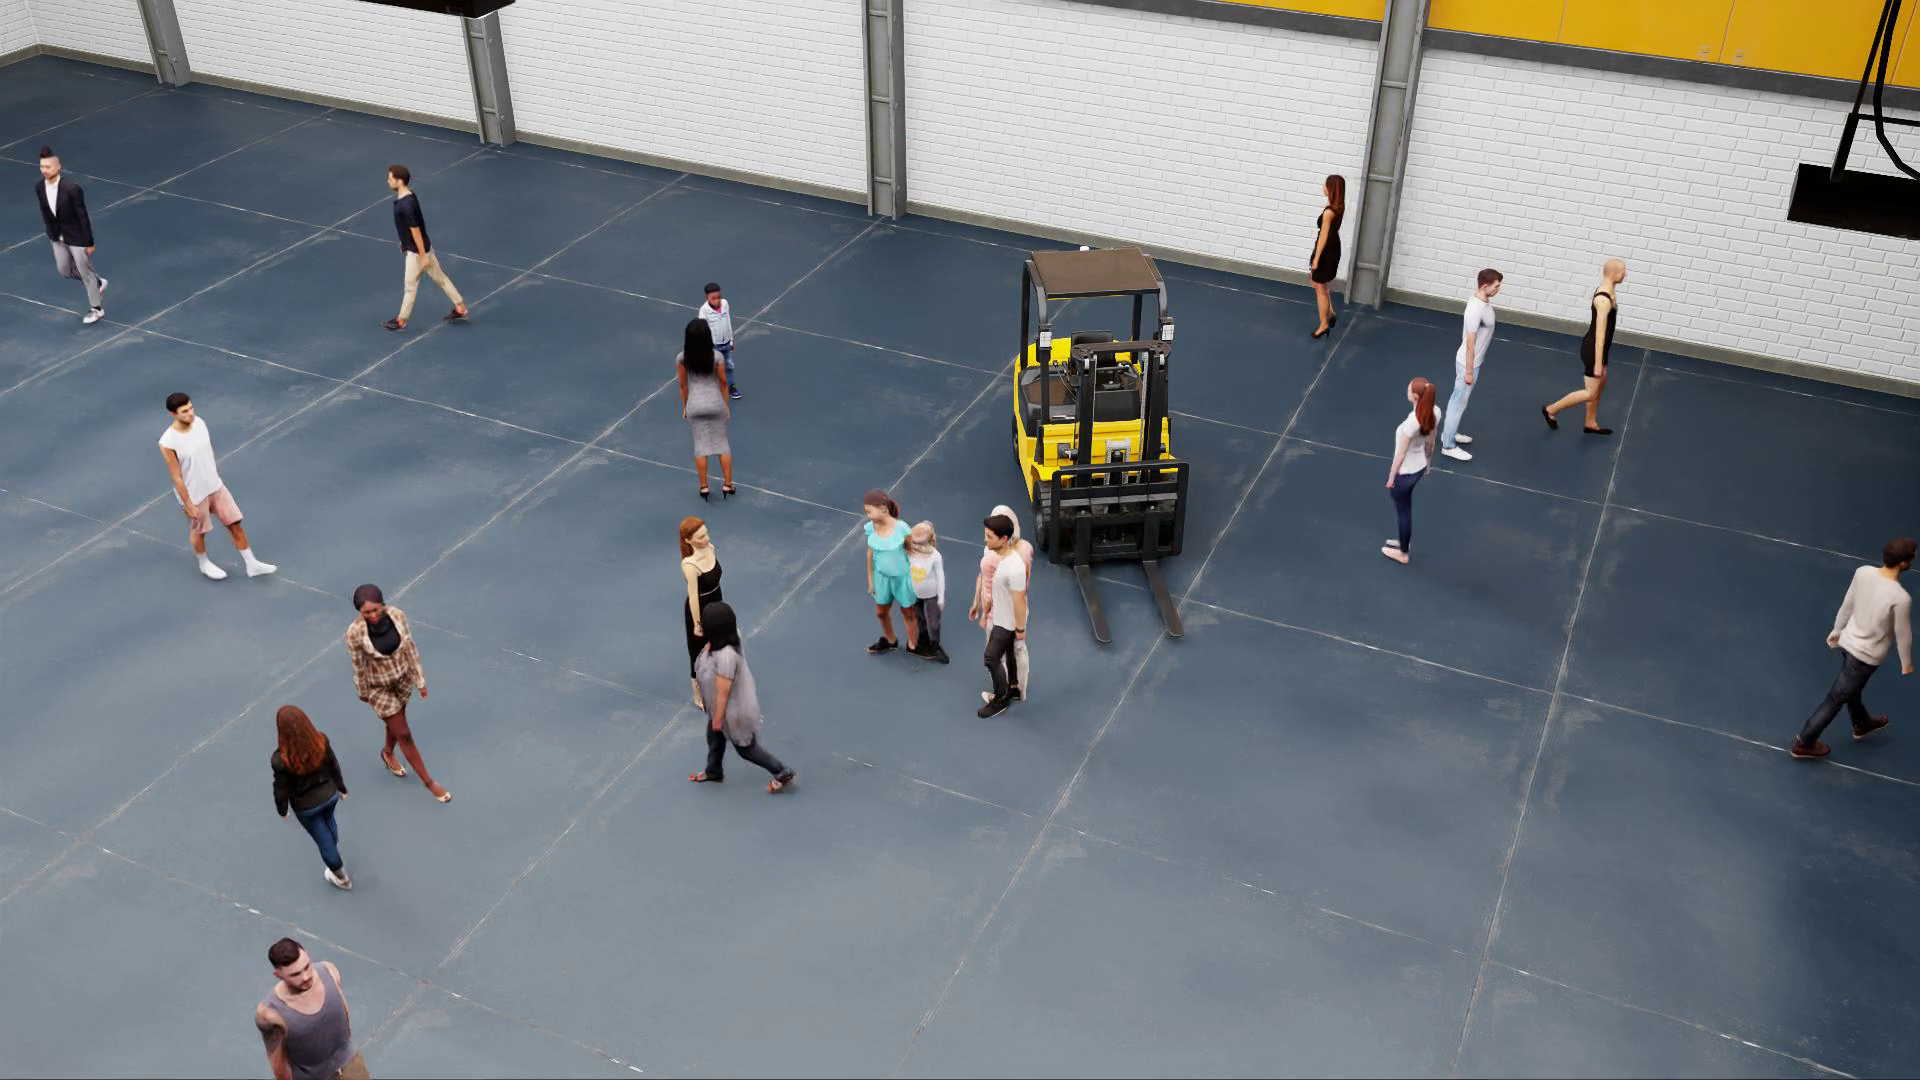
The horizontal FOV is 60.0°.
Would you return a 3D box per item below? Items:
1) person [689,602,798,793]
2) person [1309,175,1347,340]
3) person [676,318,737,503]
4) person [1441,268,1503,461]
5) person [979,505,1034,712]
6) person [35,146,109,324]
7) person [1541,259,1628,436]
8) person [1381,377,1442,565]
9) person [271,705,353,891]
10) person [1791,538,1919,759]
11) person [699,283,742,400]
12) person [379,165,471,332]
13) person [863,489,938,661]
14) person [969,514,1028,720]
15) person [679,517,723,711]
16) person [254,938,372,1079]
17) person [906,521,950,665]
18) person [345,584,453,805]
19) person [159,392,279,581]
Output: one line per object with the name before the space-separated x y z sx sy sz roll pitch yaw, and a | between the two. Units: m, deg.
person | -1.503 1.119 11.500 1.102 1.588 0.952 -5 34 -7
person | 3.910 -2.909 17.348 0.648 1.824 0.605 17 37 23
person | -2.245 -1.148 14.737 0.610 1.781 0.720 -2 34 -2
person | 4.728 -1.666 15.448 0.566 1.857 0.664 11 35 16
person | 0.338 0.501 12.308 0.680 1.724 0.676 -23 40 -30
person | -9.484 -3.318 17.853 0.808 1.945 0.870 8 34 12
person | 5.932 -1.786 15.679 0.890 1.801 0.684 13 36 19
person | 3.826 -0.534 13.858 0.669 1.731 0.685 -28 42 -35
person | -4.132 1.692 10.743 0.778 1.472 0.680 25 41 32
person | 6.281 0.807 11.754 1.188 1.827 1.051 -5 34 -7
person | -2.399 -1.981 16.464 0.575 1.256 0.619 -21 39 -28
person | -5.638 -3.072 17.609 1.241 1.806 1.133 -9 35 -13
person | -0.446 0.272 12.818 0.504 1.540 0.796 2 34 3
person | 0.398 0.514 12.300 0.826 1.710 0.766 -11 35 -17
person | -1.912 0.525 12.361 0.590 1.624 0.586 10 35 15
person | -3.450 2.719 8.815 1.059 1.820 0.826 28 43 36
person | -0.260 0.388 12.887 0.448 1.270 0.602 11 35 15
person | -3.998 0.991 11.548 1.084 1.749 0.768 26 42 34
person | -6.318 -0.435 13.684 0.929 1.760 0.650 14 36 19
